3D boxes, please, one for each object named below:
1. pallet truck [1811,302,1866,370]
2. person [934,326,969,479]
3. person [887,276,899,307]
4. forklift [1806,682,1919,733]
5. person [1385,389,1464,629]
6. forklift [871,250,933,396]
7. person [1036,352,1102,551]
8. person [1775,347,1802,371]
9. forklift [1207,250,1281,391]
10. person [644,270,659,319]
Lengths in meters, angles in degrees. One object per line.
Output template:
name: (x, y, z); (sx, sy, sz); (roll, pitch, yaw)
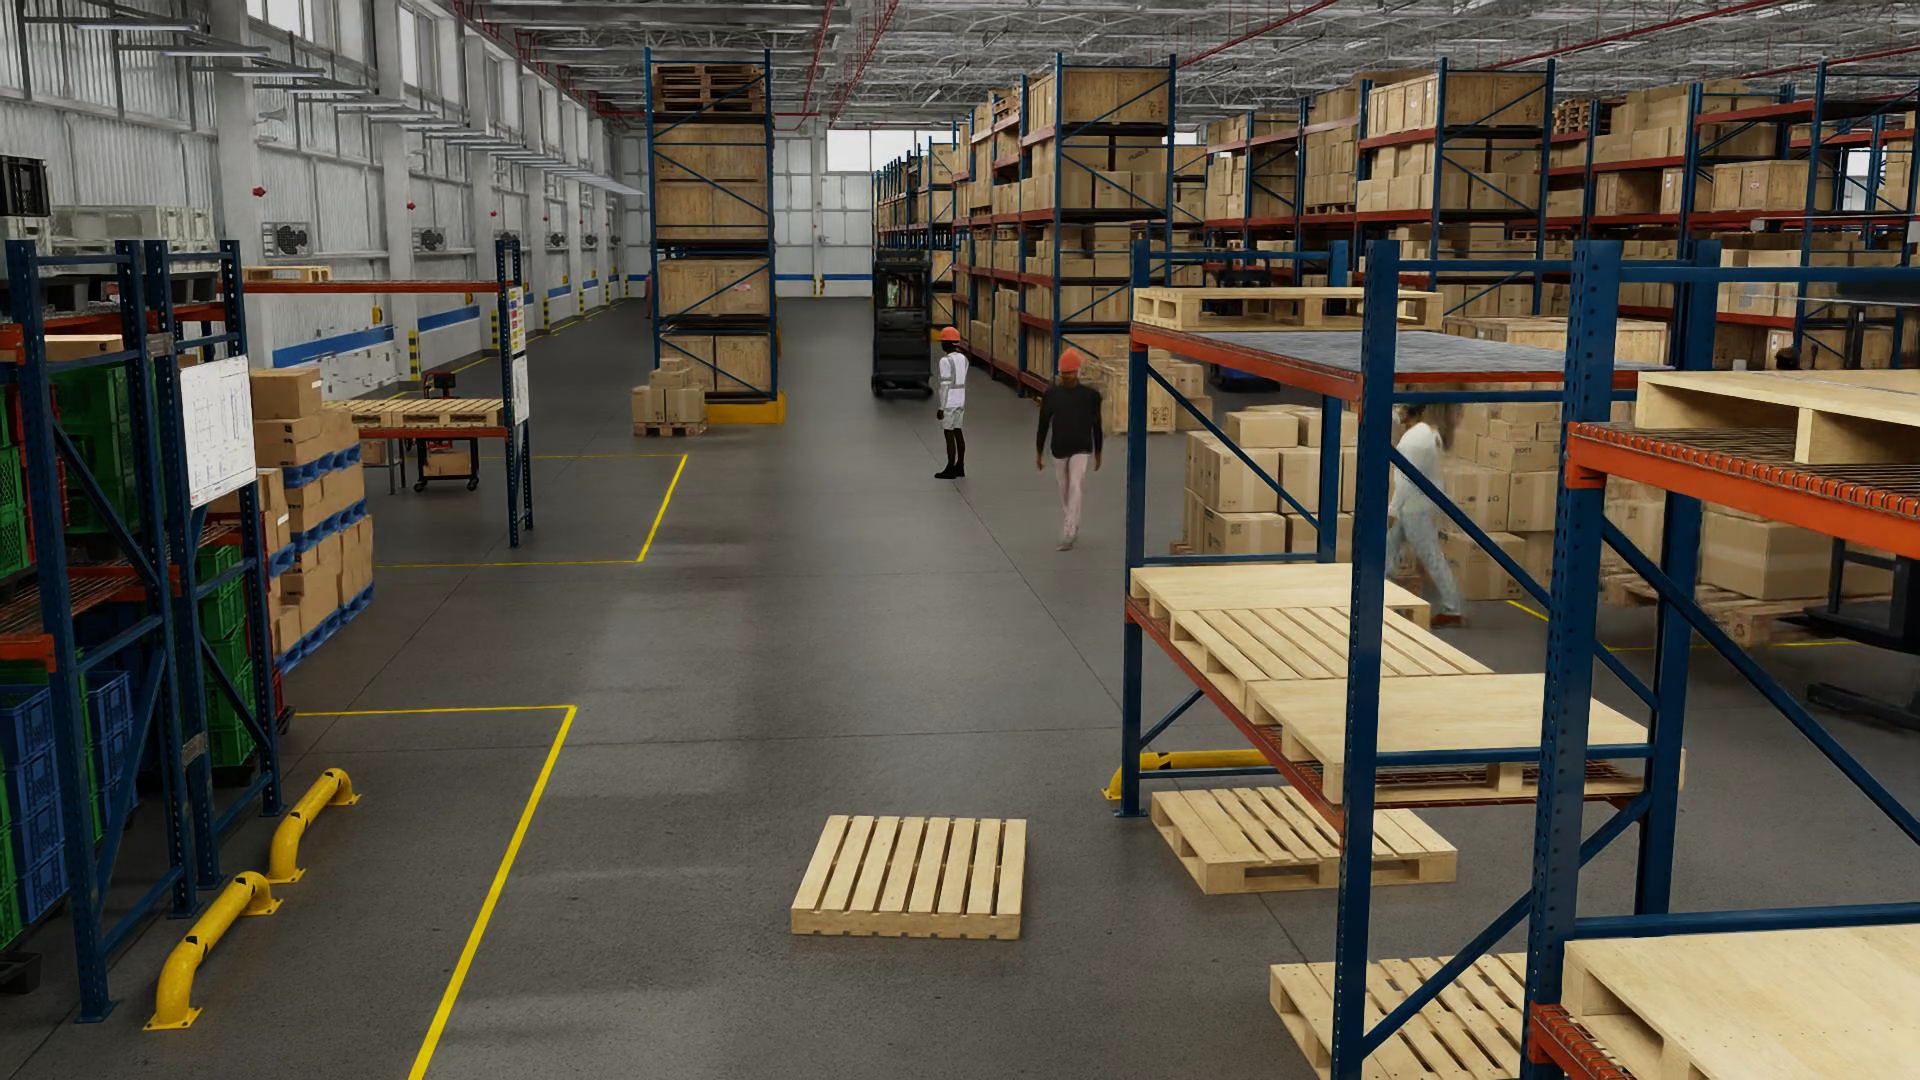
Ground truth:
pallet truck: (15.846, -3.142, 28.793); (1.885, 1.965, 0.823); (2, 10, 12)
person: (-0.122, -1.748, 21.218); (0.353, 1.942, 0.545); (6, 12, 30)
person: (-2.291, -7.757, 54.790); (0.571, 1.840, 0.374); (0, 10, 2)
forklift: (6.341, -0.175, 9.903); (1.129, 2.768, 1.873); (-3, 11, -18)
person: (3.495, -0.239, 13.036); (1.037, 1.885, 0.638); (2, 10, 10)
forklift: (-1.178, -4.305, 32.788); (1.129, 2.768, 1.873); (-1, 10, -6)
person: (1.091, -0.910, 16.601); (0.639, 1.941, 1.037); (3, 11, 17)
person: (9.307, -1.271, 18.907); (0.610, 1.824, 0.638); (-5, 11, -25)
forklift: (5.788, -4.456, 33.623); (1.129, 2.768, 1.873); (-1, 10, -5)
person: (-11.970, -9.525, 64.463); (0.401, 1.894, 0.653); (8, 13, 38)
